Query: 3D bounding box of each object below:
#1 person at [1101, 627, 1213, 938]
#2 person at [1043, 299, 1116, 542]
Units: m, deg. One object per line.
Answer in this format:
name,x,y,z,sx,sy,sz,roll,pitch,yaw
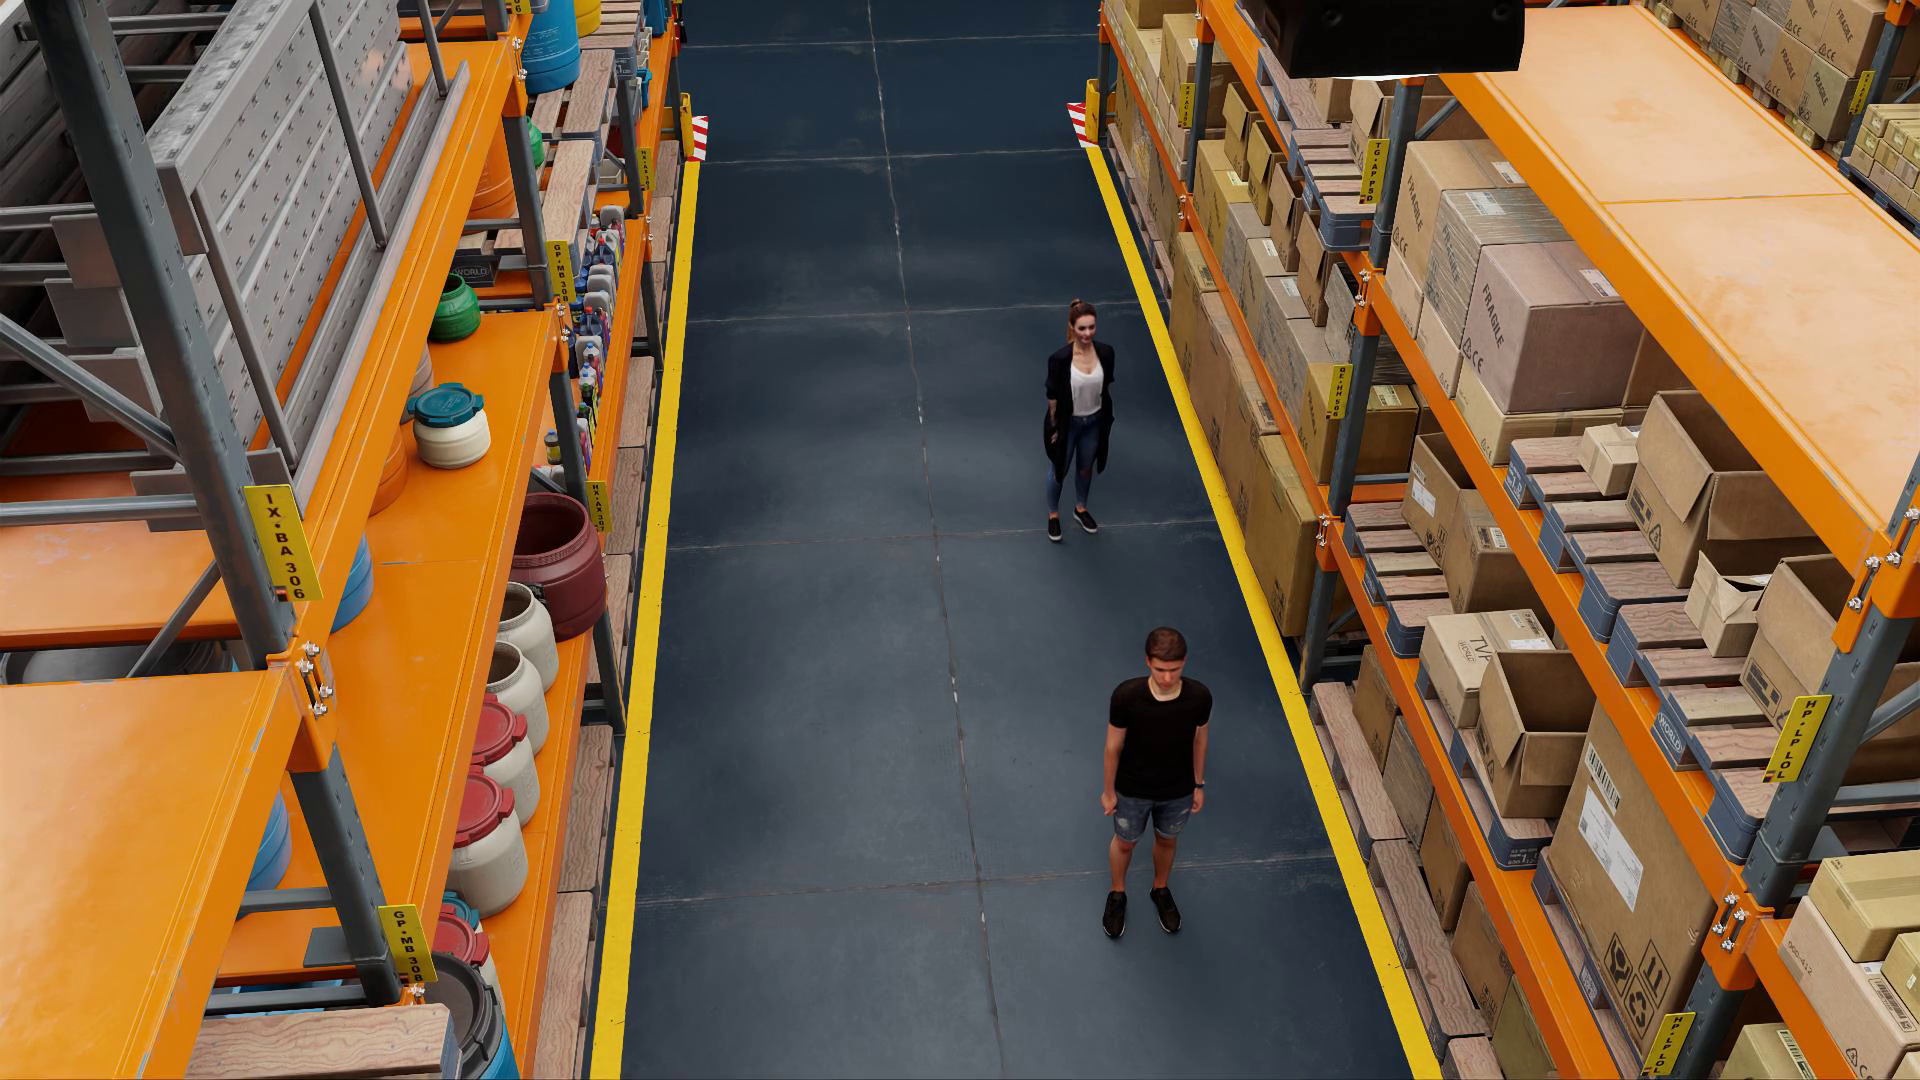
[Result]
person,0.929,1.148,7.980,0.641,1.847,0.529,-3,37,-4
person,0.746,-0.767,10.635,0.670,1.683,0.622,-10,38,-13
